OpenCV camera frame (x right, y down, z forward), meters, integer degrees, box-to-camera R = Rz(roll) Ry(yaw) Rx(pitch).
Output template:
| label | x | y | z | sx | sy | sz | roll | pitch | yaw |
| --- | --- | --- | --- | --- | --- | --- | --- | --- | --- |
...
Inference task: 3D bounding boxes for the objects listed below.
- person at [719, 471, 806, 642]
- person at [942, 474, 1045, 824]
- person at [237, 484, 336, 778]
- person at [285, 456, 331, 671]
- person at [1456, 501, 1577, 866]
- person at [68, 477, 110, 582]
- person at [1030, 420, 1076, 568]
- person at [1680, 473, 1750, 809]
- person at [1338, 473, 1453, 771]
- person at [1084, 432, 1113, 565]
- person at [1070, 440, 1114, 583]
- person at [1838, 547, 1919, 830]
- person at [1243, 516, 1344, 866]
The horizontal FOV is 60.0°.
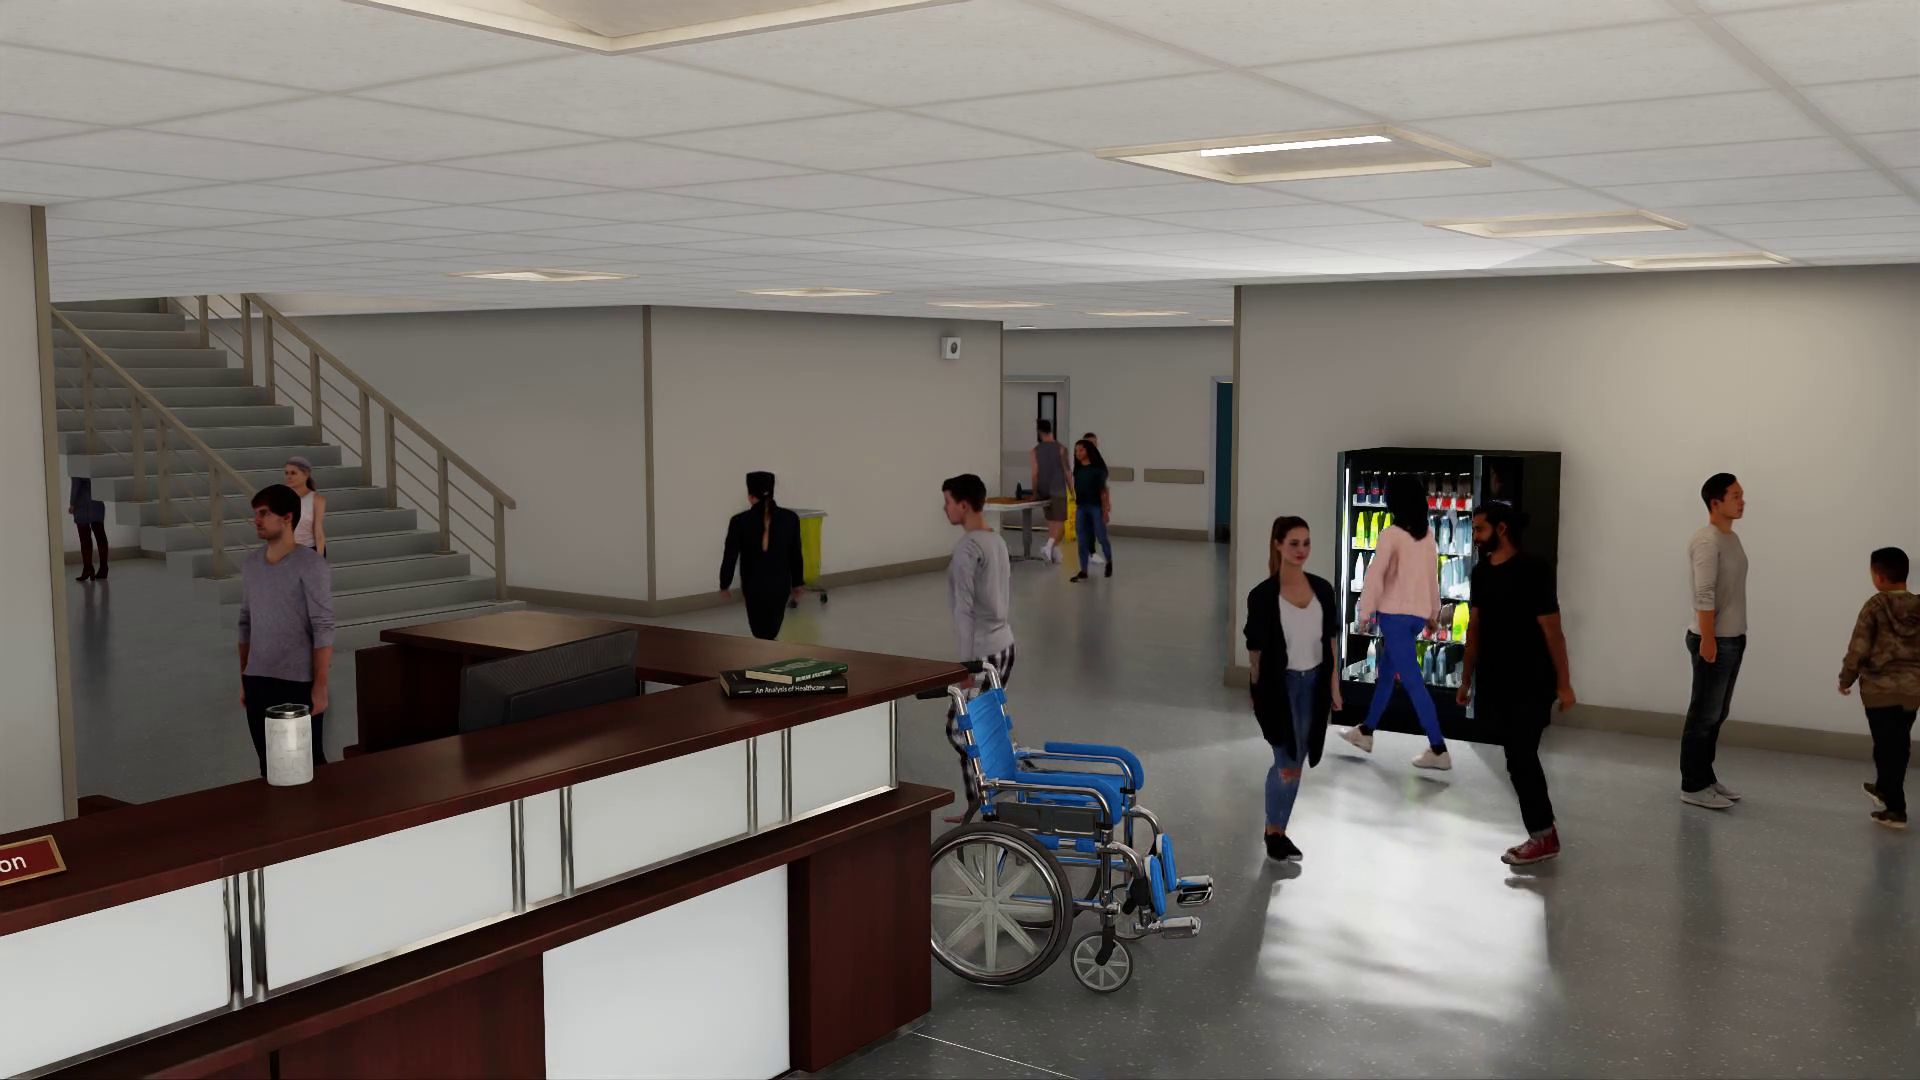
| label | x | y | z | sx | sy | sz | roll | pitch | yaw |
| --- | --- | --- | --- | --- | --- | --- | --- | --- | --- |
| person | -1.313 | 0.380 | 11.469 | 0.977 | 1.643 | 1.138 | -3 | 7 | -30 |
| person | 0.191 | 0.592 | 8.449 | 0.908 | 1.826 | 0.777 | 3 | 6 | 26 |
| person | -3.118 | 0.656 | 7.726 | 0.524 | 1.842 | 0.759 | 3 | 6 | 24 |
| person | -5.160 | 0.185 | 13.105 | 0.581 | 1.703 | 0.717 | 2 | 6 | 16 |
| person | 2.749 | 0.695 | 7.973 | 0.873 | 1.716 | 0.793 | -4 | 7 | -35 |
| person | -9.891 | -0.401 | 18.885 | 0.574 | 1.712 | 0.631 | 2 | 6 | 21 |
| person | 1.103 | -0.538 | 20.199 | 1.172 | 1.788 | 0.989 | 3 | 6 | 23 |
| person | 4.123 | 0.533 | 9.102 | 0.541 | 1.811 | 0.671 | 5 | 7 | 38 |
| person | 2.658 | 0.514 | 9.753 | 0.939 | 1.719 | 1.222 | -4 | 7 | -33 |
| person | 1.569 | -0.504 | 20.416 | 0.833 | 1.610 | 0.728 | 6 | 8 | 45 |
| person | 1.515 | -0.306 | 18.655 | 1.049 | 1.569 | 0.755 | 4 | 7 | 34 |
| person | 4.854 | 0.778 | 8.579 | 0.878 | 1.428 | 0.911 | 0 | 6 | -5 |
| person | 1.549 | 0.714 | 8.013 | 0.803 | 1.669 | 0.869 | -2 | 6 | -18 |
